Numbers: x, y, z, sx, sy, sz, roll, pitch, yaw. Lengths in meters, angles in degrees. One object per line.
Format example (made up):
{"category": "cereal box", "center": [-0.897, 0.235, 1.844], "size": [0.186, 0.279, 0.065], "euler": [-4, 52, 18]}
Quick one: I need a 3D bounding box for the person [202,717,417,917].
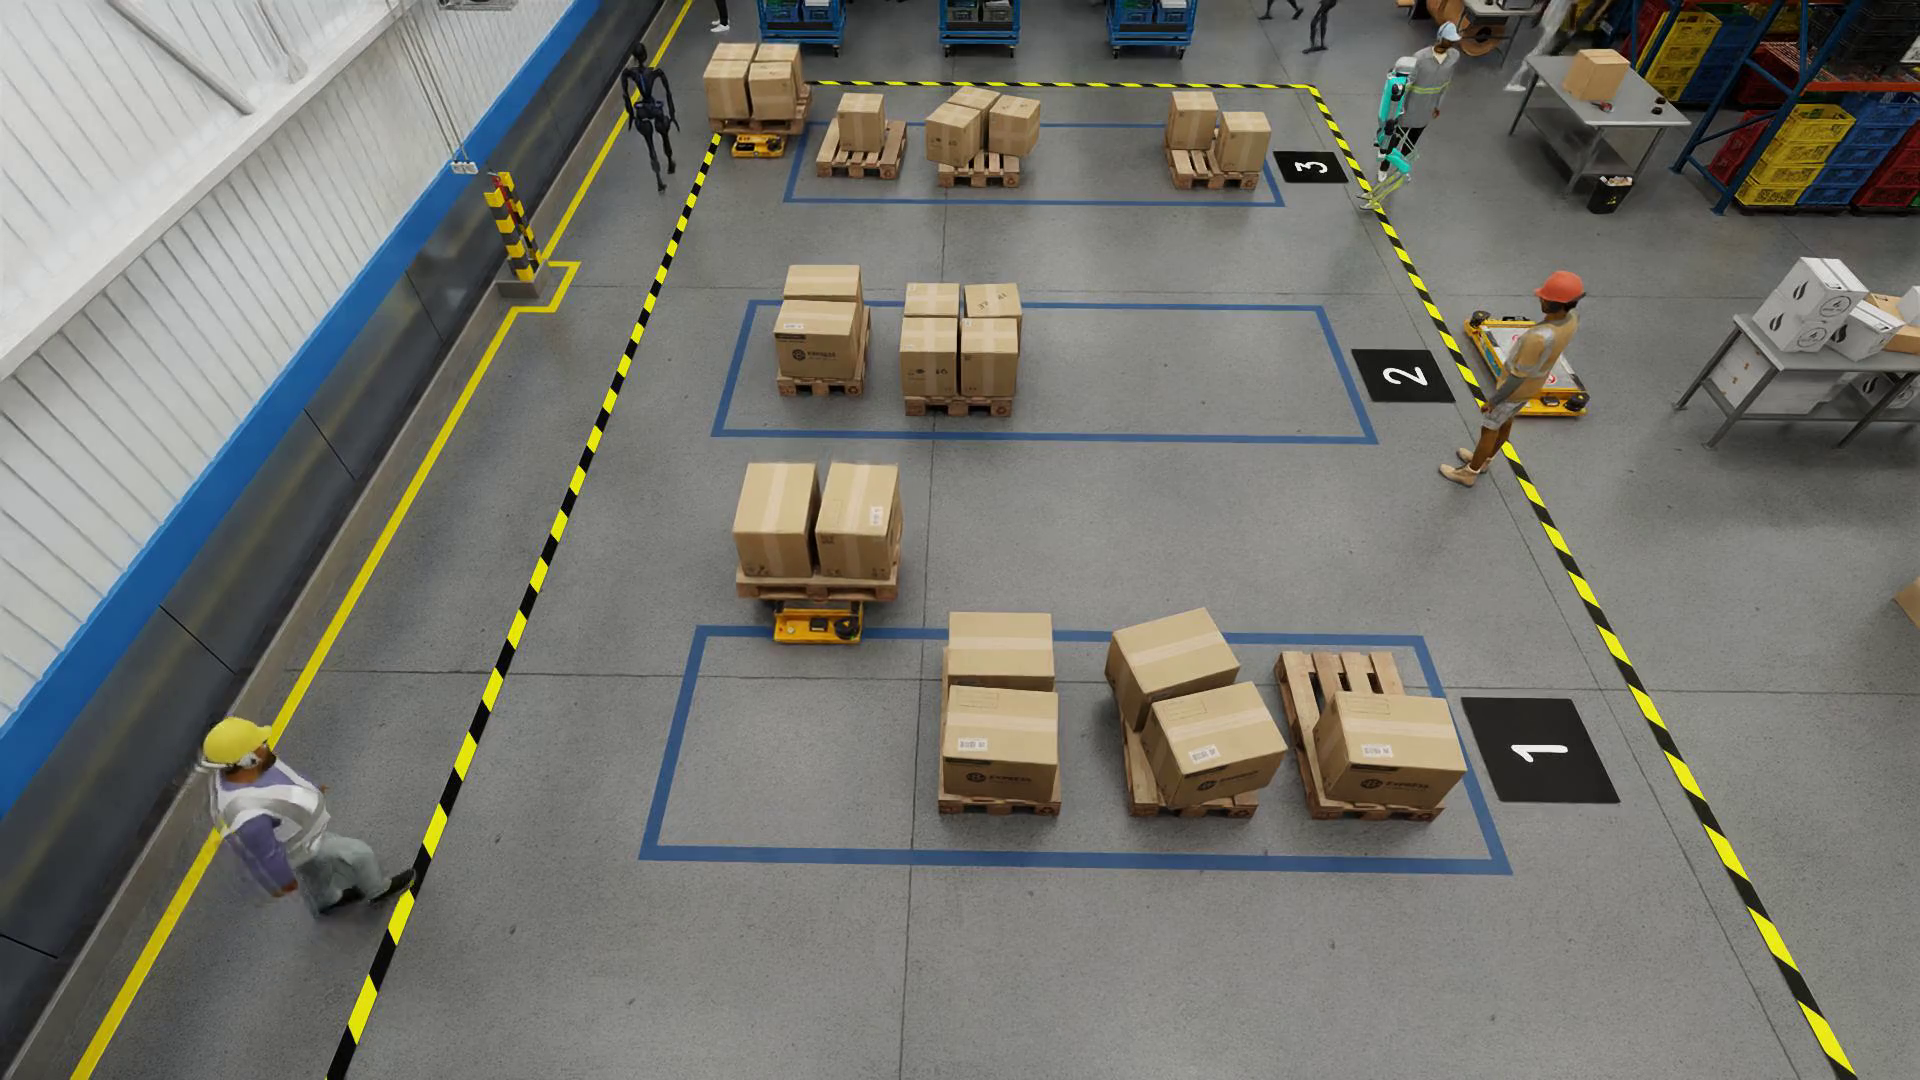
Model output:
{"category": "person", "center": [-3.712, 1.611, 5.131], "size": [0.672, 1.788, 0.609], "euler": [-32, 56, -25]}

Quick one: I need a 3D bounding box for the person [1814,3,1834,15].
{"category": "person", "center": [12.952, -8.198, 13.637], "size": [0.524, 1.768, 0.326], "euler": [-24, 53, -19]}

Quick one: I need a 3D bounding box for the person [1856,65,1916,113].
{"category": "person", "center": [11.962, -6.055, 11.738], "size": [0.621, 1.837, 0.430], "euler": [-18, 51, -15]}

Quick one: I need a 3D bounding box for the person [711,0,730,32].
{"category": "person", "center": [-3.884, -8.912, 14.189], "size": [0.309, 1.868, 0.531], "euler": [-5, 49, -4]}

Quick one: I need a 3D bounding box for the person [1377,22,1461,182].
{"category": "person", "center": [5.518, -5.207, 10.992], "size": [0.597, 1.851, 0.381], "euler": [-6, 49, -6]}

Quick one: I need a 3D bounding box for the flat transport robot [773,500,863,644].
{"category": "flat transport robot", "center": [-1.073, 0.191, 7.350], "size": [0.652, 0.197, 1.431], "euler": [1, 49, 1]}

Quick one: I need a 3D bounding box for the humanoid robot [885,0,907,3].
{"category": "humanoid robot", "center": [-1.115, -9.828, 15.099], "size": [0.599, 1.657, 0.315], "euler": [20, 52, 17]}

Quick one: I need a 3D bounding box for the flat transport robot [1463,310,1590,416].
{"category": "flat transport robot", "center": [5.573, -1.757, 9.054], "size": [0.659, 0.231, 1.431], "euler": [1, 49, 1]}

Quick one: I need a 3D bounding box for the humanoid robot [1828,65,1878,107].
{"category": "humanoid robot", "center": [11.199, -5.662, 11.499], "size": [0.401, 1.657, 0.603], "euler": [12, 50, 10]}

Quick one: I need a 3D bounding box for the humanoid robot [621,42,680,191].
{"category": "humanoid robot", "center": [-3.733, -5.110, 11.069], "size": [0.608, 1.644, 0.782], "euler": [-7, 49, -6]}

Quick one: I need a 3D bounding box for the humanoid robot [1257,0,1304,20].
{"category": "humanoid robot", "center": [5.274, -9.135, 14.536], "size": [0.708, 1.650, 0.608], "euler": [-11, 50, -9]}

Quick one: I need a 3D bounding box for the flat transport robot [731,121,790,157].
{"category": "flat transport robot", "center": [-2.641, -5.602, 12.364], "size": [0.652, 0.197, 1.431], "euler": [1, 49, 1]}

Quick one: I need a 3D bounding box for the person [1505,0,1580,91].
{"category": "person", "center": [8.315, -7.160, 12.700], "size": [0.797, 1.833, 0.522], "euler": [0, 49, 0]}

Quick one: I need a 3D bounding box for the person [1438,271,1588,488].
{"category": "person", "center": [4.500, -1.267, 7.464], "size": [0.604, 2.035, 0.386], "euler": [-30, 56, -24]}

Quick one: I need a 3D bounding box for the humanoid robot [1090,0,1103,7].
{"category": "humanoid robot", "center": [2.017, -9.638, 14.926], "size": [0.548, 1.748, 1.037], "euler": [-30, 55, -23]}

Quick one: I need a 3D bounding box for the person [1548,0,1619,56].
{"category": "person", "center": [9.136, -7.702, 13.190], "size": [0.946, 1.793, 0.518], "euler": [2, 49, 2]}

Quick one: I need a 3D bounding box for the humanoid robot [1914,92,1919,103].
{"category": "humanoid robot", "center": [13.072, -6.228, 11.977], "size": [0.668, 1.830, 0.553], "euler": [-35, 57, -26]}

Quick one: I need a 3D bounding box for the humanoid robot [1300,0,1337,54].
{"category": "humanoid robot", "center": [5.493, -8.181, 13.681], "size": [0.506, 1.643, 0.585], "euler": [4, 49, 3]}

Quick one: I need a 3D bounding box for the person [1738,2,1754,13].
{"category": "person", "center": [13.184, -9.578, 14.661], "size": [0.395, 2.040, 0.607], "euler": [10, 50, 8]}

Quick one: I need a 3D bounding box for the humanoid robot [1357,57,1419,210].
{"category": "humanoid robot", "center": [5.024, -4.591, 10.450], "size": [0.735, 1.673, 0.533], "euler": [9, 50, 8]}
